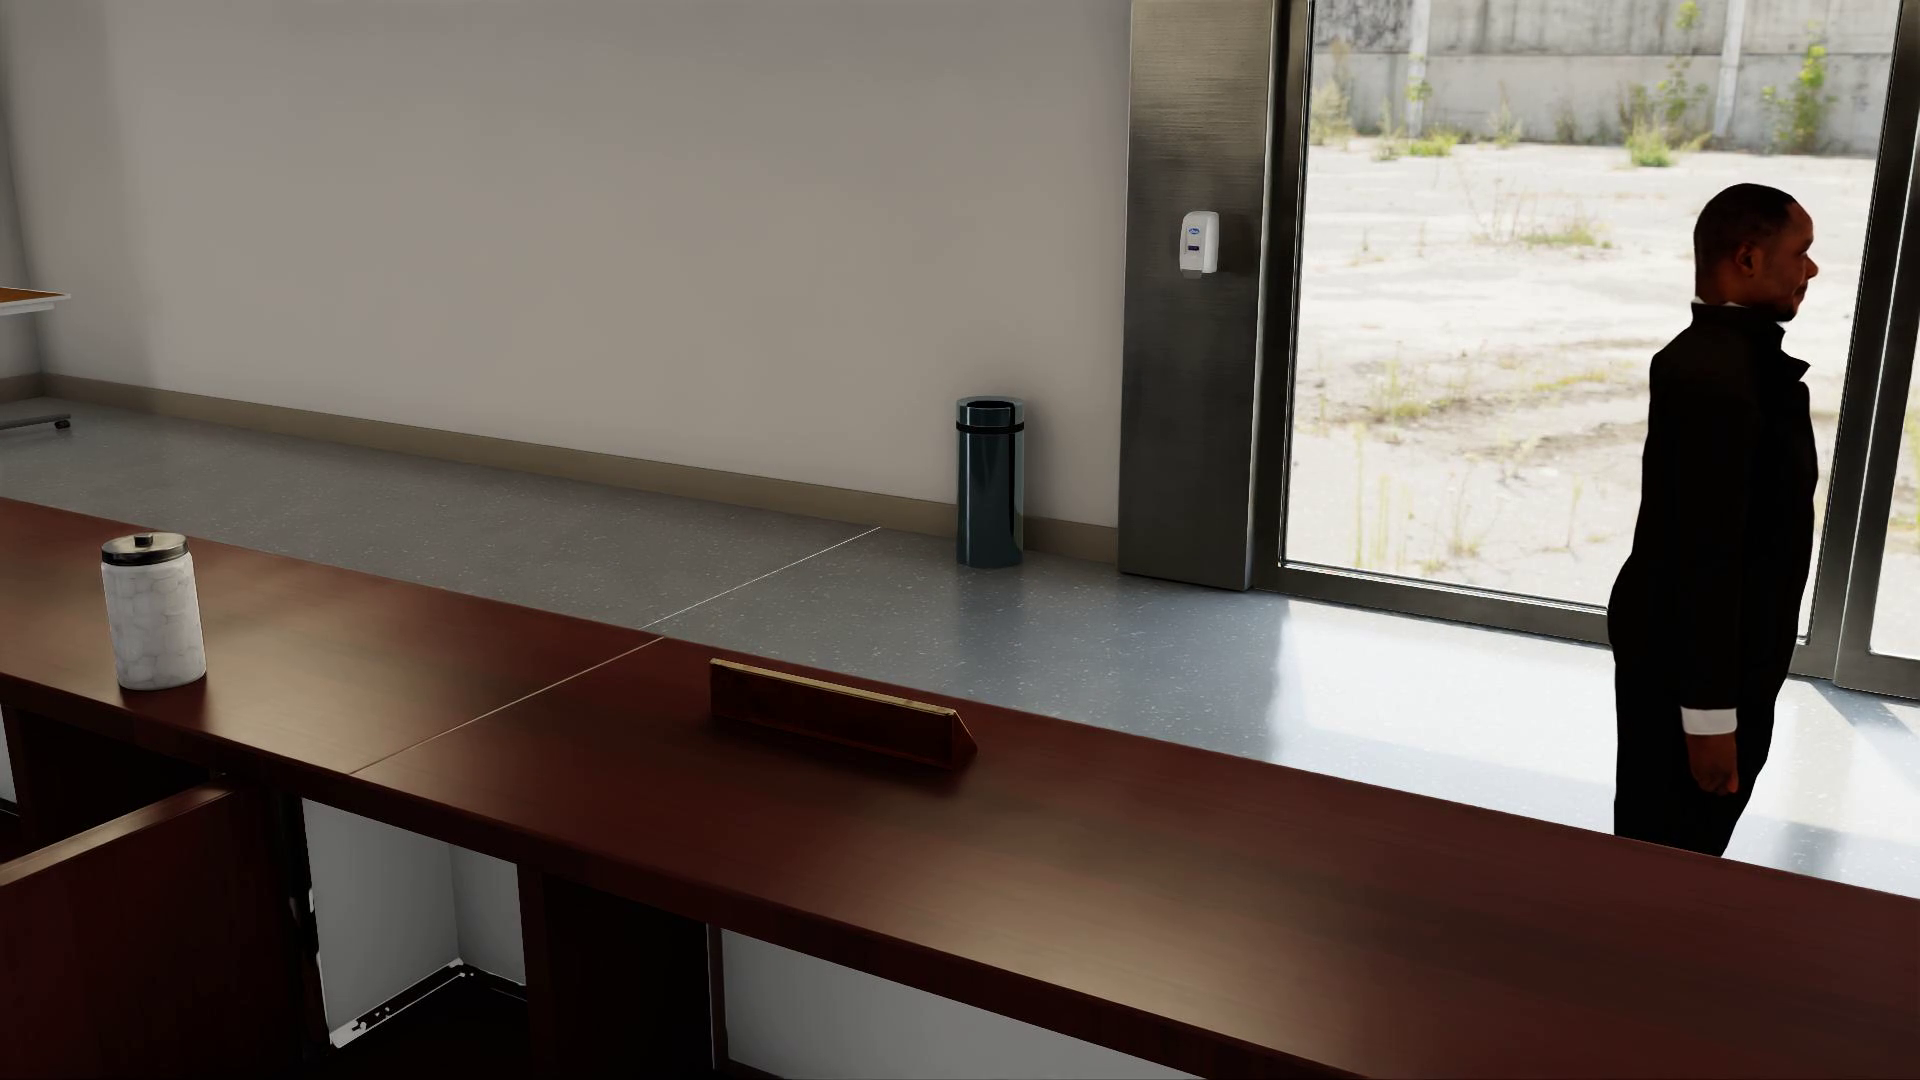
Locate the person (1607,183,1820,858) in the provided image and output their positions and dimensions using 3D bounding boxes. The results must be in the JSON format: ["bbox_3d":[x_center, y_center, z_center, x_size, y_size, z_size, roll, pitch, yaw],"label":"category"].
[{"bbox_3d":[1.479,0.245,3.366,0.796,1.905,0.631,5,16,17],"label":"person"}]
